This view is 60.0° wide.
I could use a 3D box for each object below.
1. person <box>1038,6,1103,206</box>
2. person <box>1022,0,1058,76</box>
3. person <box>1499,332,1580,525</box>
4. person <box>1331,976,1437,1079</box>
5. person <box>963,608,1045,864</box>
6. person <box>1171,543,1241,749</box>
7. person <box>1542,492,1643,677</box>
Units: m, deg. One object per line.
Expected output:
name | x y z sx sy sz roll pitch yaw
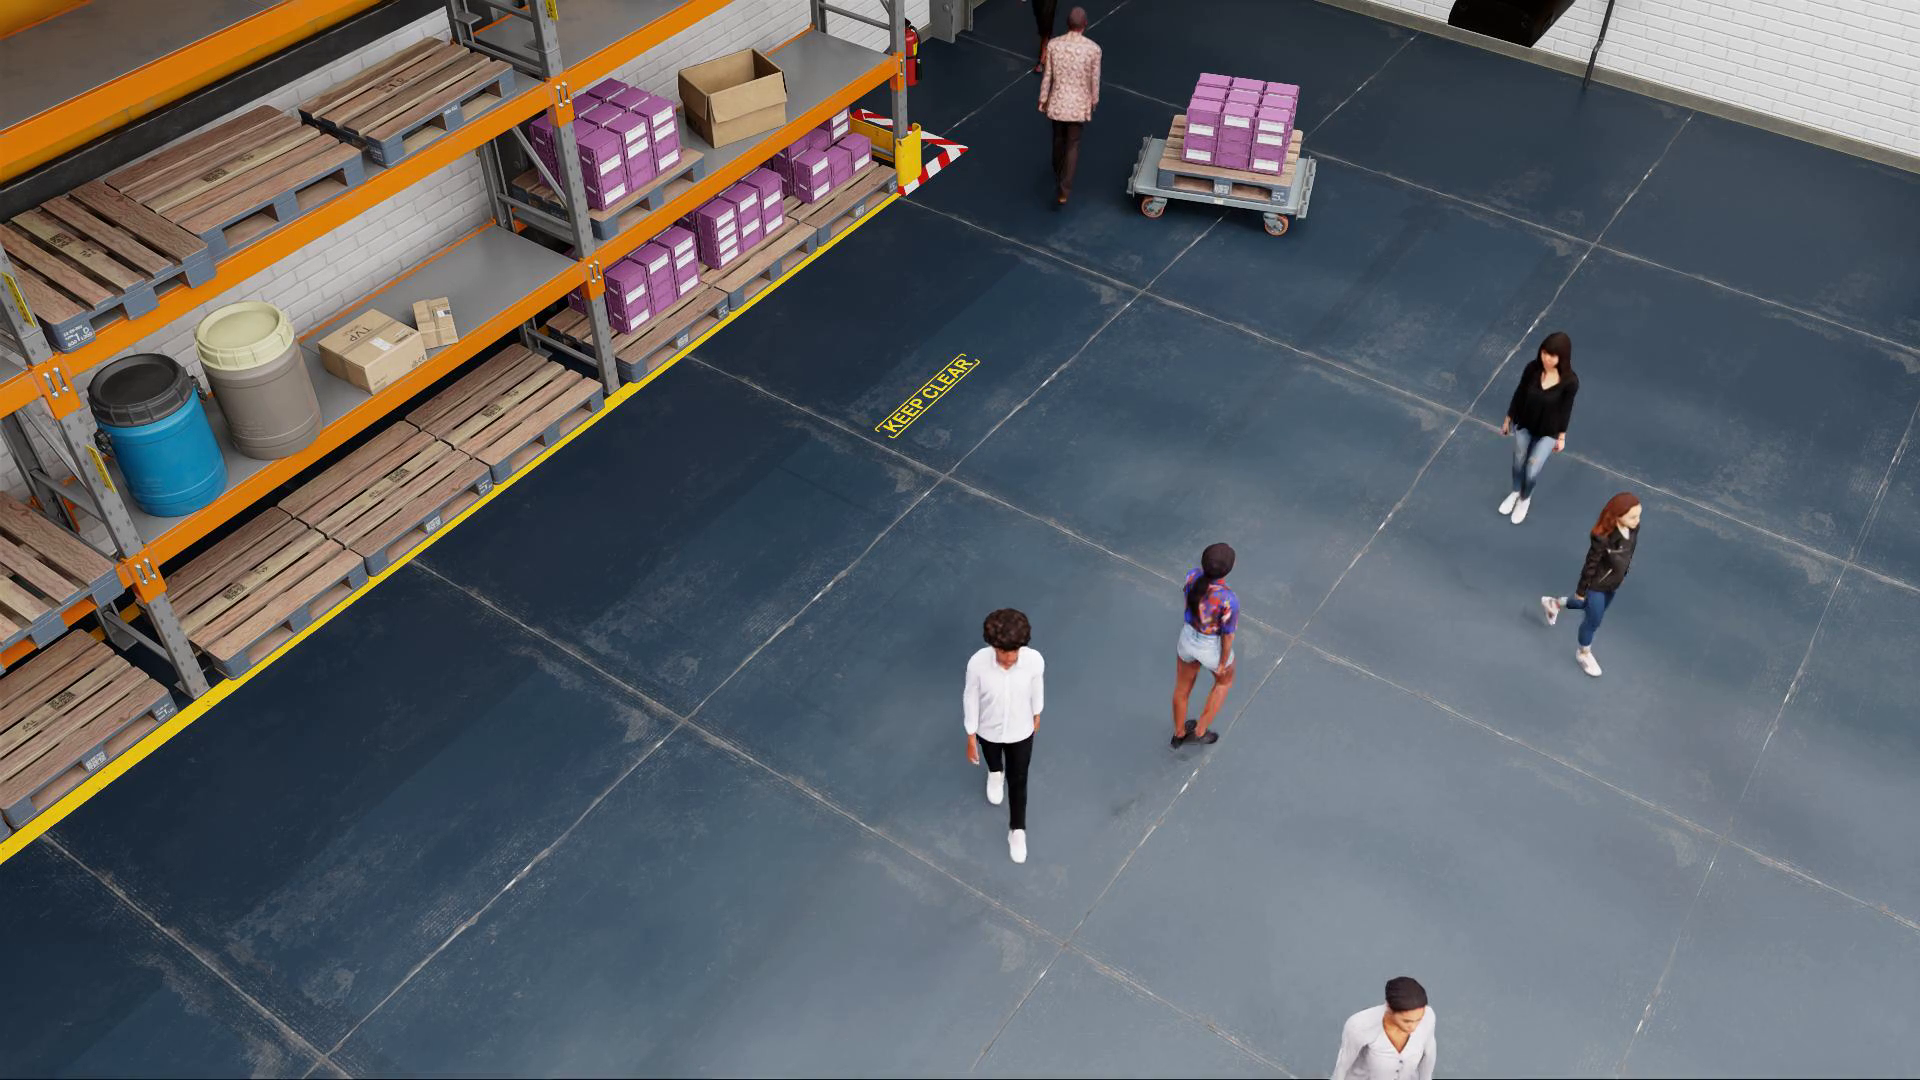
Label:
person | 0.983 -3.918 15.146 0.881 1.787 1.139 12 45 12
person | 0.885 -5.691 17.125 0.771 1.625 1.012 12 45 13
person | 4.213 -0.858 12.046 0.605 1.631 0.580 29 51 27
person | 2.062 2.643 8.312 1.017 1.713 1.075 -8 44 -8
person | 0.252 1.012 9.983 0.980 1.771 1.128 2 44 2
person | 1.449 0.712 10.324 0.628 1.735 0.618 32 52 29
person | 4.212 0.218 11.037 0.862 1.467 0.799 -26 49 -24
